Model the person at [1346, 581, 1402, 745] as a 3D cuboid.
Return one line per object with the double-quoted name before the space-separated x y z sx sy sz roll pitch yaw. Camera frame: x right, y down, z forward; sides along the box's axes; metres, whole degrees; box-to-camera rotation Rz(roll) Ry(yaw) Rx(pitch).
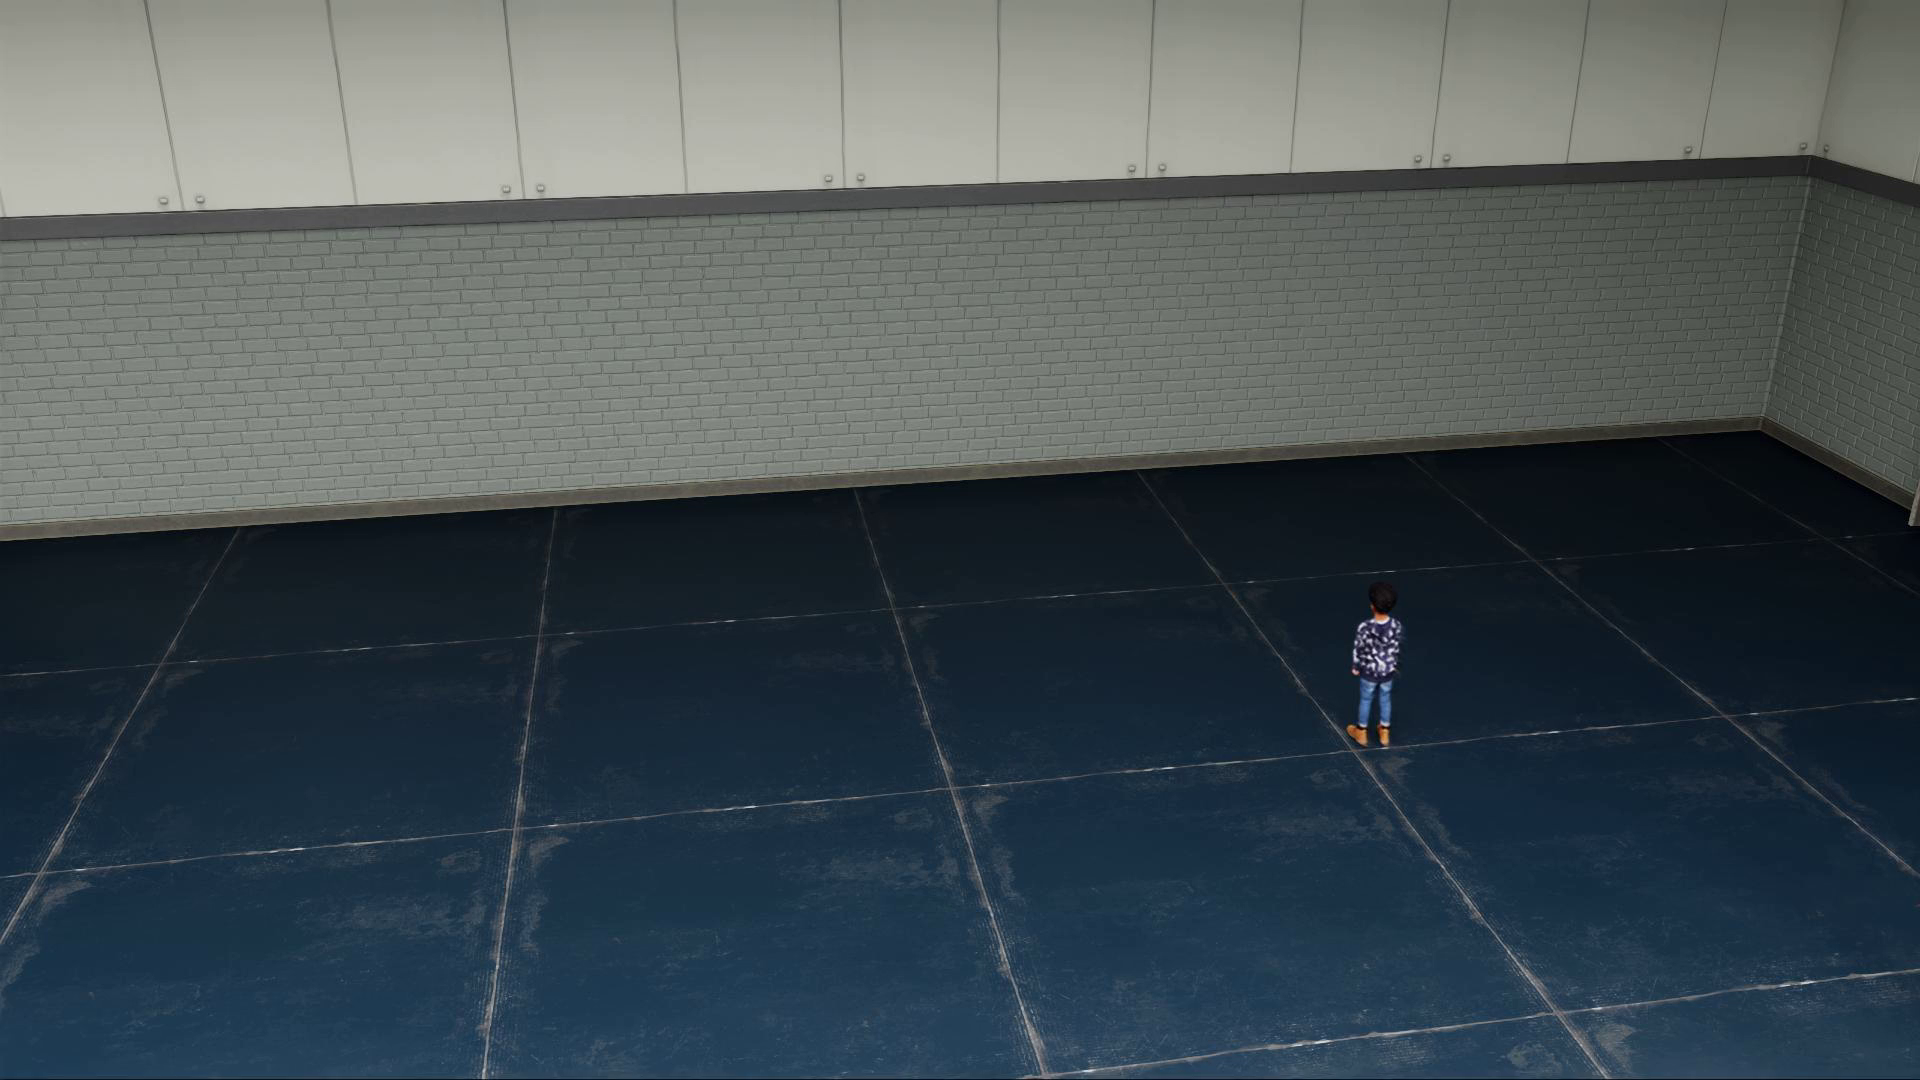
"person" 3.048 0.900 12.156 0.510 1.245 0.485 -1 23 -4
